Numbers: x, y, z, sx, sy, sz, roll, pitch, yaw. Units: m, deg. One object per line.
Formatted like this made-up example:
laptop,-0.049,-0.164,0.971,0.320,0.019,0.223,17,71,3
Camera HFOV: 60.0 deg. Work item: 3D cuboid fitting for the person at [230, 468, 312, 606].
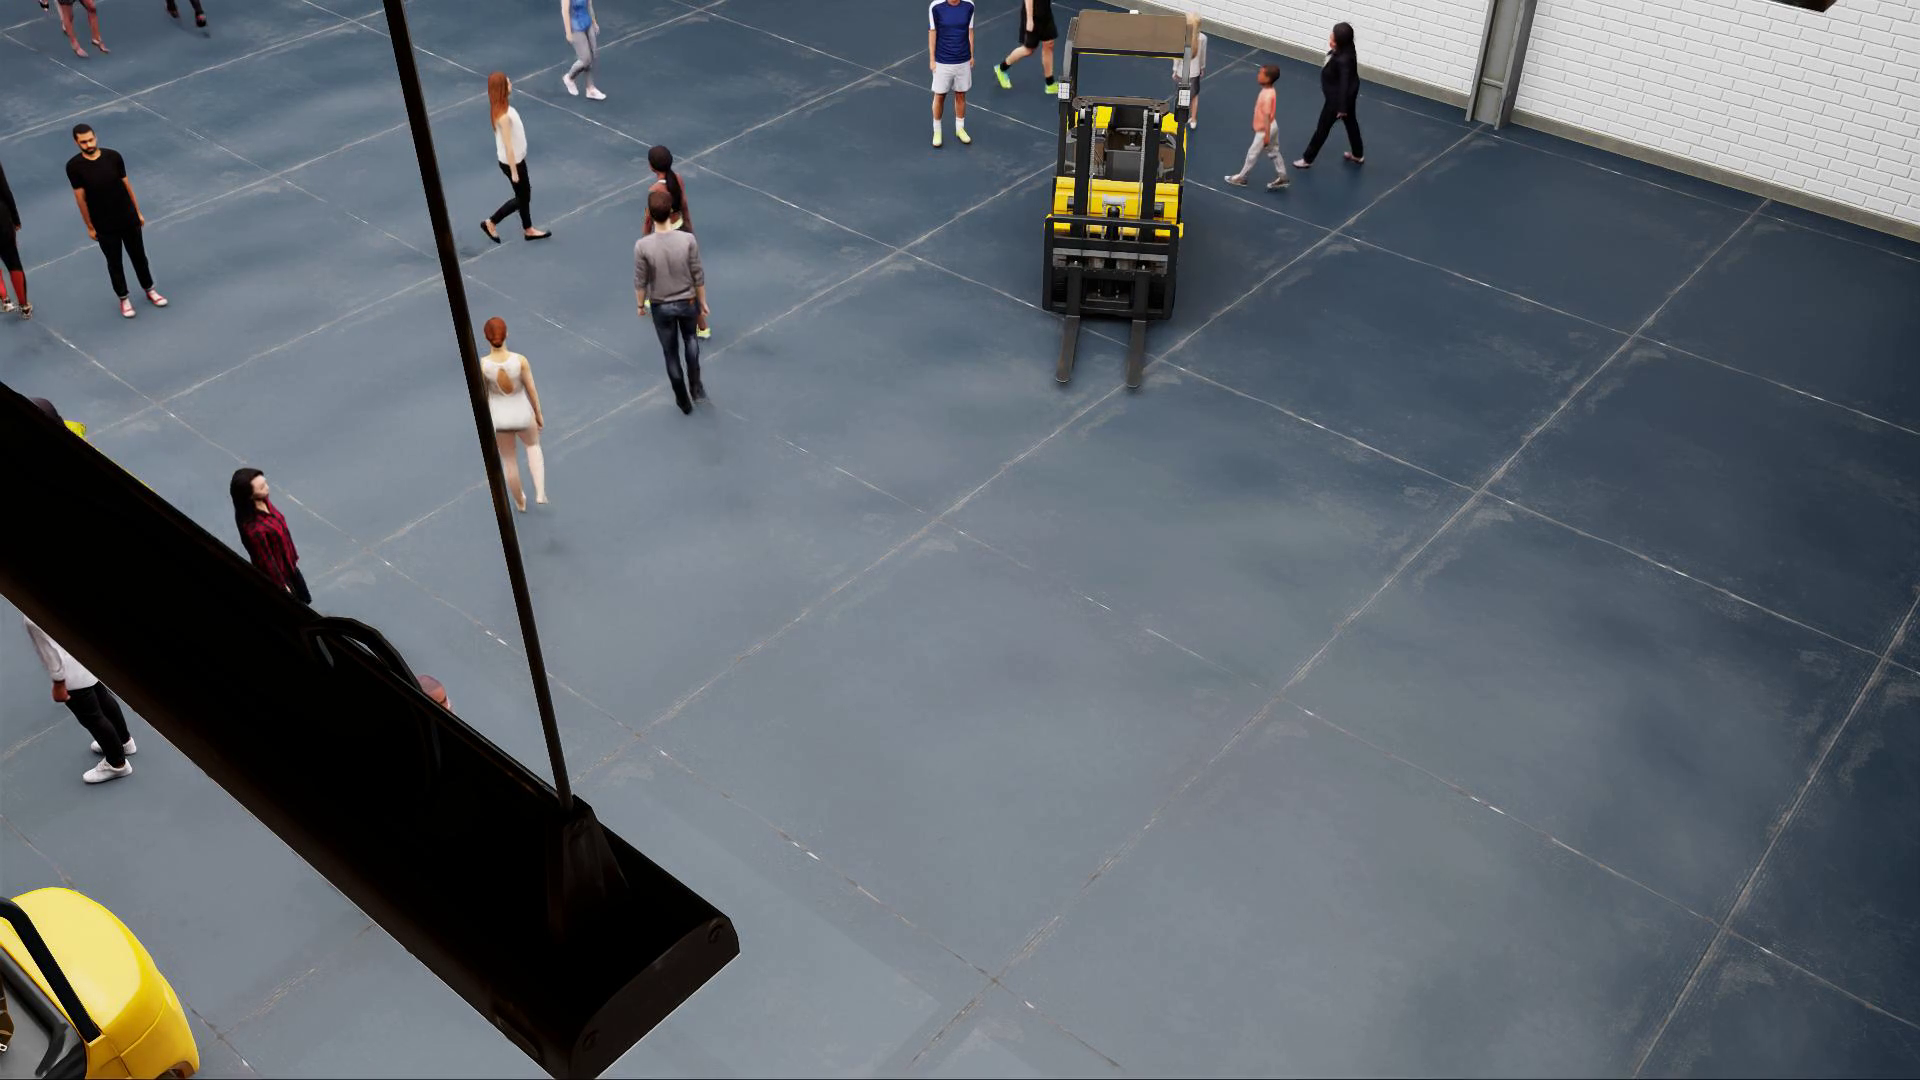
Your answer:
person,-4.551,0.220,10.851,0.803,1.643,0.742,-9,39,-11

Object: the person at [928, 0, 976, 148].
person,-0.089,-5.001,17.239,0.723,1.831,0.743,-10,40,-12

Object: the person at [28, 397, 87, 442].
person,-5.996,-0.253,11.470,1.339,1.611,1.075,11,40,13

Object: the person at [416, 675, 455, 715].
person,-2.851,1.442,9.188,0.787,1.810,0.779,5,39,6

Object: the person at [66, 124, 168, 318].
person,-7.419,-2.823,14.572,0.651,1.757,0.573,-30,48,-32

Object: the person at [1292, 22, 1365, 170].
person,3.903,-4.466,16.780,1.164,1.567,1.065,8,39,10

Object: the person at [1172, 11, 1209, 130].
person,2.432,-4.997,17.679,0.603,1.276,0.659,-5,39,-6

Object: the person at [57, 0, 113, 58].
person,-10.313,-6.354,19.054,0.818,1.680,0.776,8,39,10

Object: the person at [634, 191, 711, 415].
person,-2.257,-1.823,13.210,0.872,1.894,0.910,-11,40,-14

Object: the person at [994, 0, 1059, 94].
person,0.771,-5.787,18.195,1.186,1.866,0.876,17,42,20

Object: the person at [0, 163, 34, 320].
person,-8.379,-2.702,14.389,0.761,1.795,0.788,-22,44,-26

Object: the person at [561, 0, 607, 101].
person,-4.193,-5.584,18.157,0.781,1.598,0.672,15,41,18

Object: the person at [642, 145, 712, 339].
person,-2.366,-2.491,14.188,1.056,1.718,0.706,18,42,21

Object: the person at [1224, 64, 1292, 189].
person,3.104,-4.082,16.521,0.950,1.292,0.720,11,40,13

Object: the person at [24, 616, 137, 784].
person,-5.393,0.723,10.086,0.795,1.813,0.720,-6,39,-8

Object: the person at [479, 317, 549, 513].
person,-3.275,-0.847,12.197,0.712,1.632,0.767,-13,40,-16

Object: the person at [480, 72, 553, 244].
person,-4.246,-3.510,15.471,0.912,1.708,0.912,-11,40,-13
